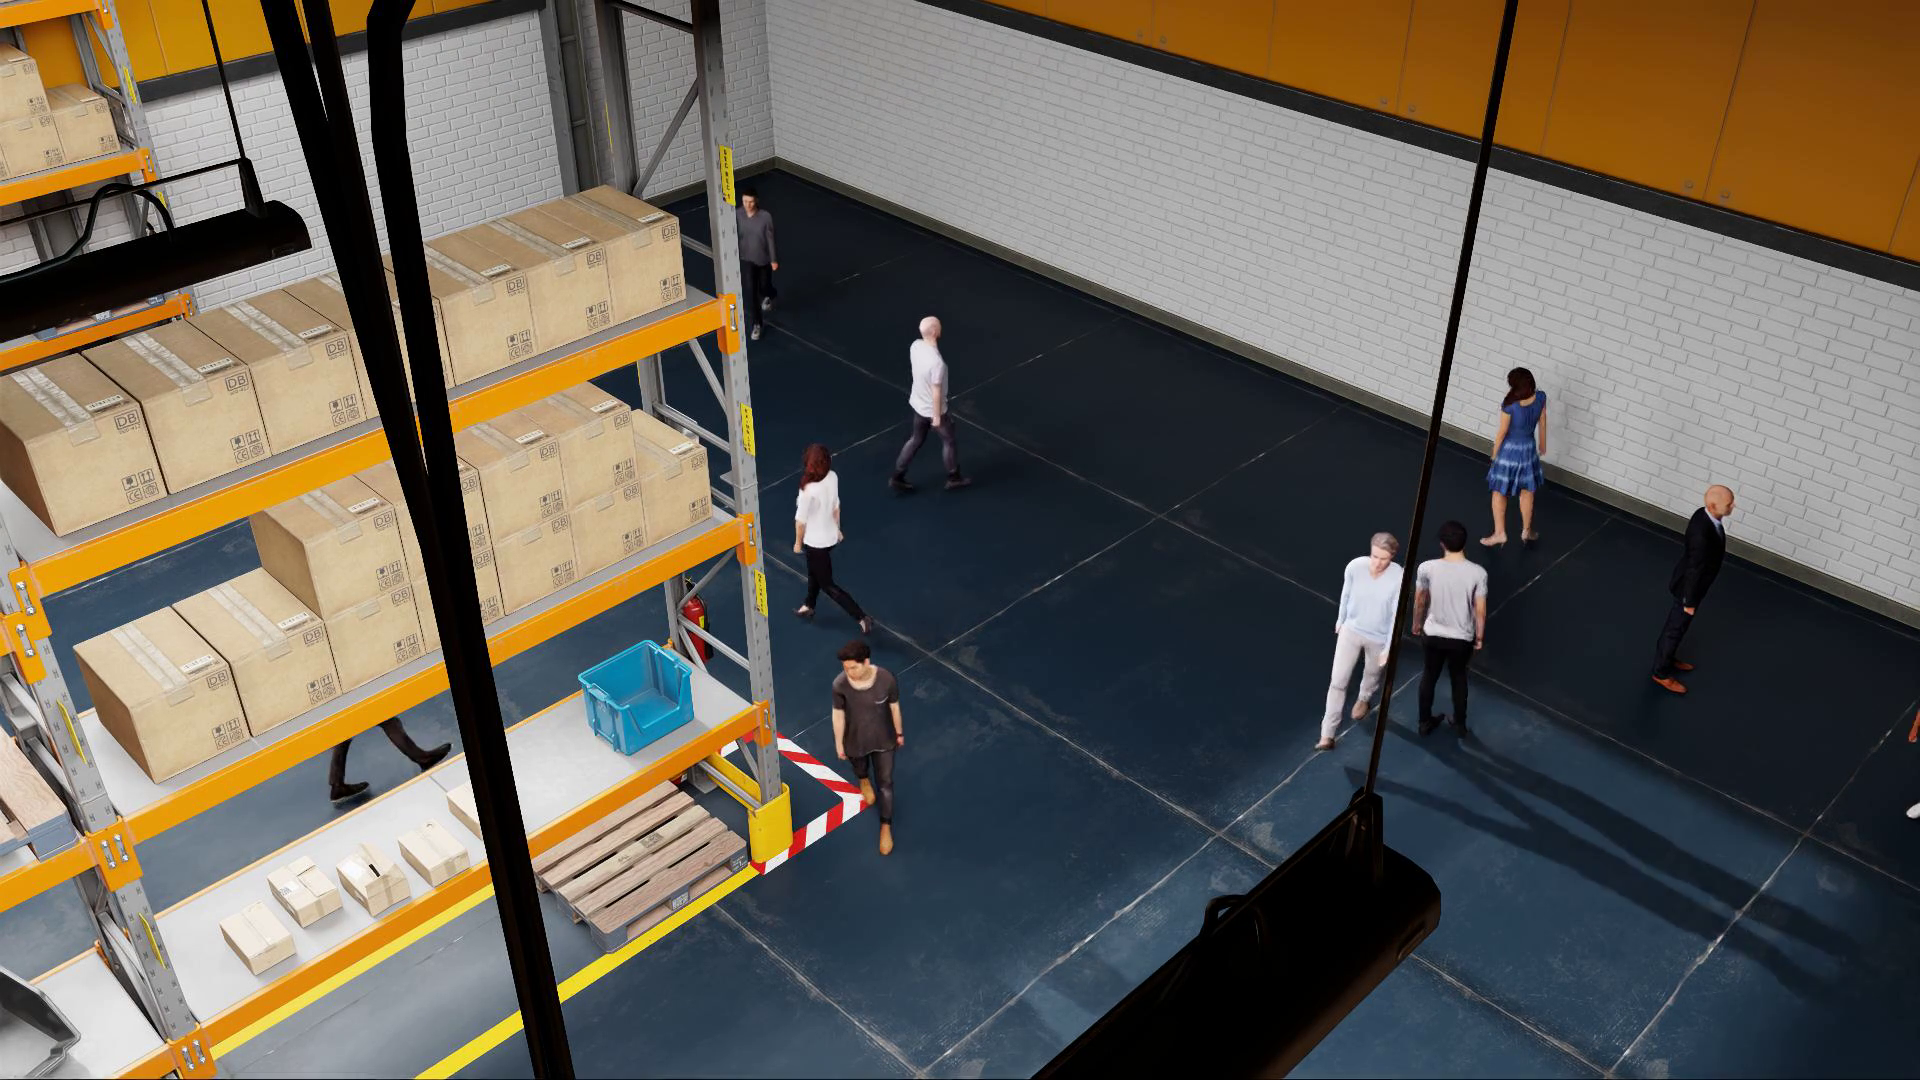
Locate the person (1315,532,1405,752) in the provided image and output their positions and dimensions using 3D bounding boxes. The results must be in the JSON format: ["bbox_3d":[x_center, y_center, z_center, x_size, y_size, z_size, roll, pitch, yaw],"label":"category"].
[{"bbox_3d":[3.098,0.675,12.531,0.955,1.838,1.295,15,36,21],"label":"person"}]

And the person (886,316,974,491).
[{"bbox_3d":[-0.373,-1.222,15.401,1.155,1.820,0.847,-18,38,-25],"label":"person"}]

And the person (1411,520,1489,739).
[{"bbox_3d":[3.618,0.729,12.443,0.824,1.846,0.785,19,38,26],"label":"person"}]

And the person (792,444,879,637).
[{"bbox_3d":[-1.053,0.061,13.528,0.861,1.757,1.107,17,37,24],"label":"person"}]

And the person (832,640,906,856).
[{"bbox_3d":[-0.651,1.319,11.711,1.097,1.674,1.113,-4,34,-5],"label":"person"}]

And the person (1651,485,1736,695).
[{"bbox_3d":[5.748,0.341,13.068,0.809,1.800,0.628,17,37,23],"label":"person"}]

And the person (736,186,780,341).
[{"bbox_3d":[-2.239,-3.121,18.342,0.999,1.727,1.109,4,34,6],"label":"person"}]

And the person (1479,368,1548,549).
[{"bbox_3d":[4.964,-0.705,14.660,0.741,1.780,0.949,-6,34,-10],"label":"person"}]
